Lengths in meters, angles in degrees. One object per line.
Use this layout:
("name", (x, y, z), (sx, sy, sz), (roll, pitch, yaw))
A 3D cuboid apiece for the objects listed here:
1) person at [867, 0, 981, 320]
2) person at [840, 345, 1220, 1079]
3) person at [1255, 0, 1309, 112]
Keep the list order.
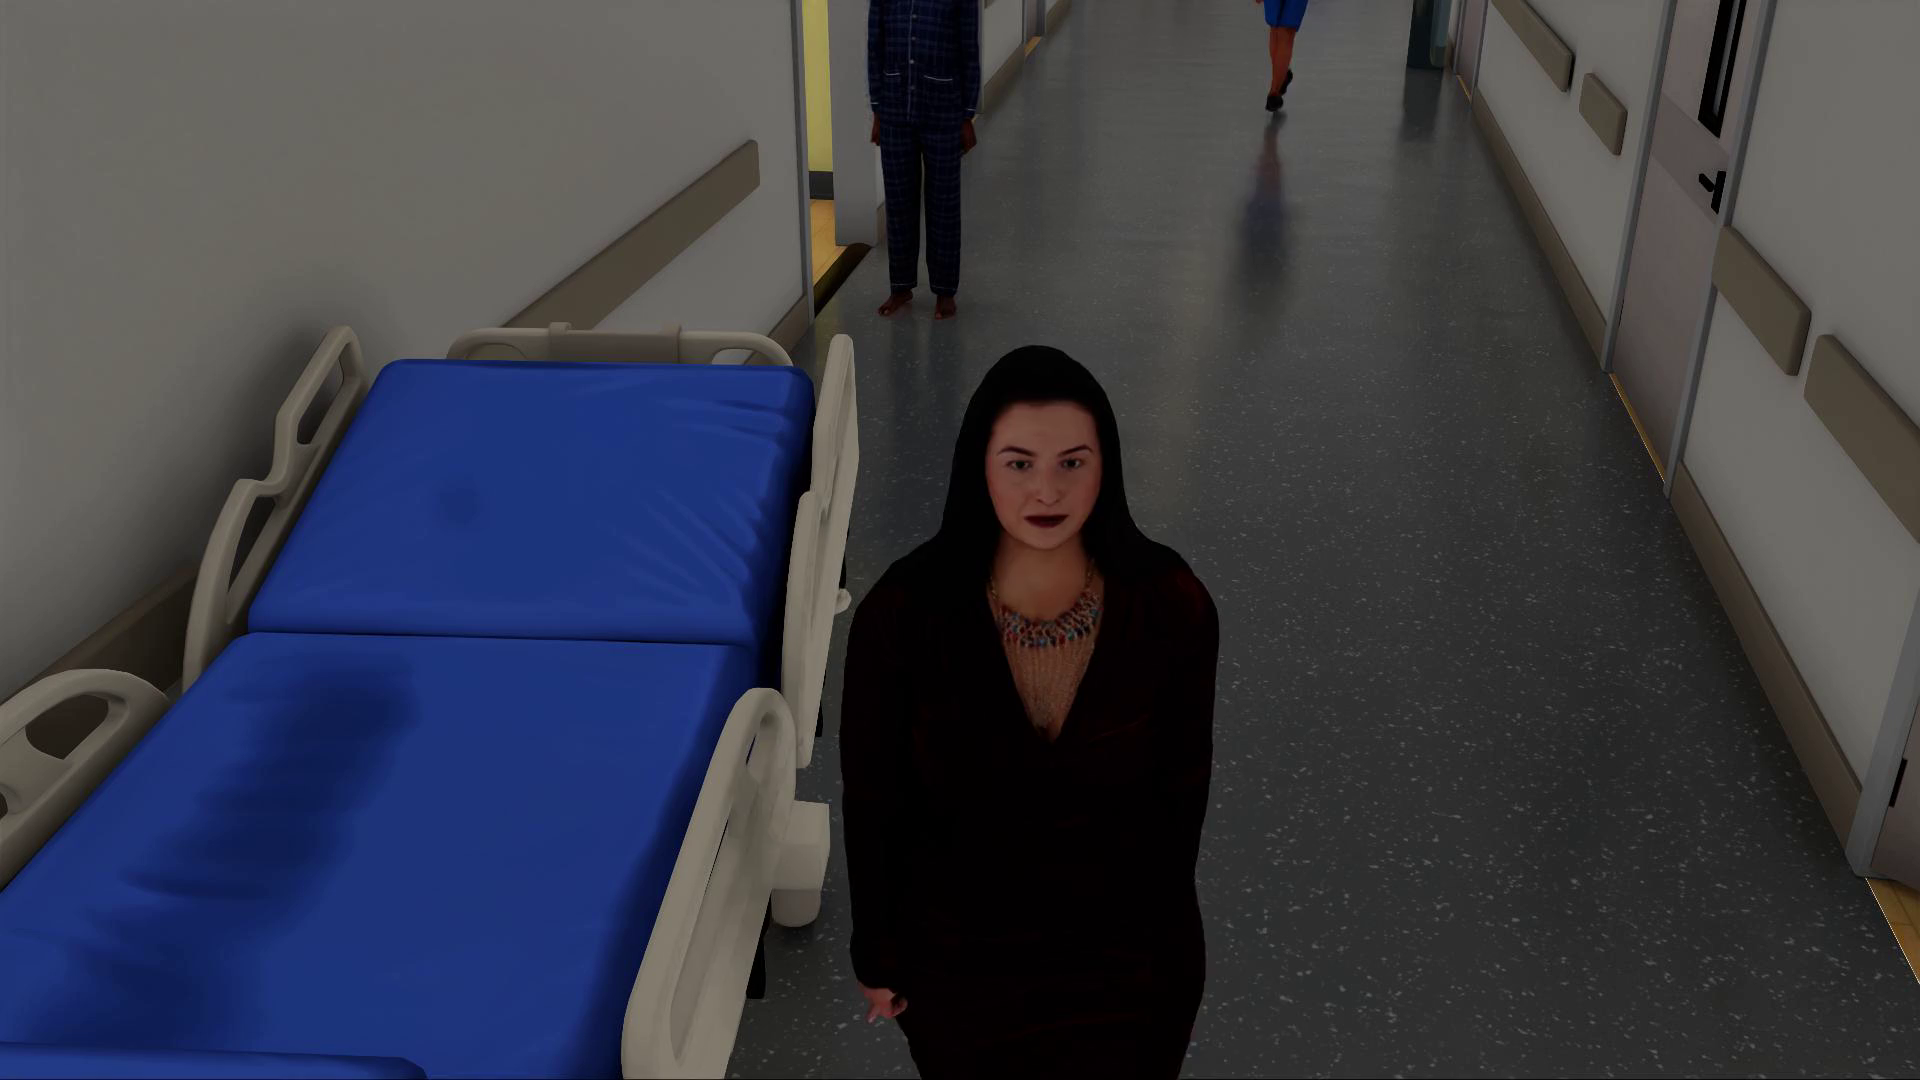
("person", (-0.162, -1.917, 7.435), (0.542, 1.824, 0.736), (6, 26, 13))
("person", (0.088, 0.527, 2.491), (1.091, 1.716, 0.863), (0, 26, -1))
("person", (2.266, -3.852, 11.539), (1.124, 1.745, 0.833), (9, 27, 18))
